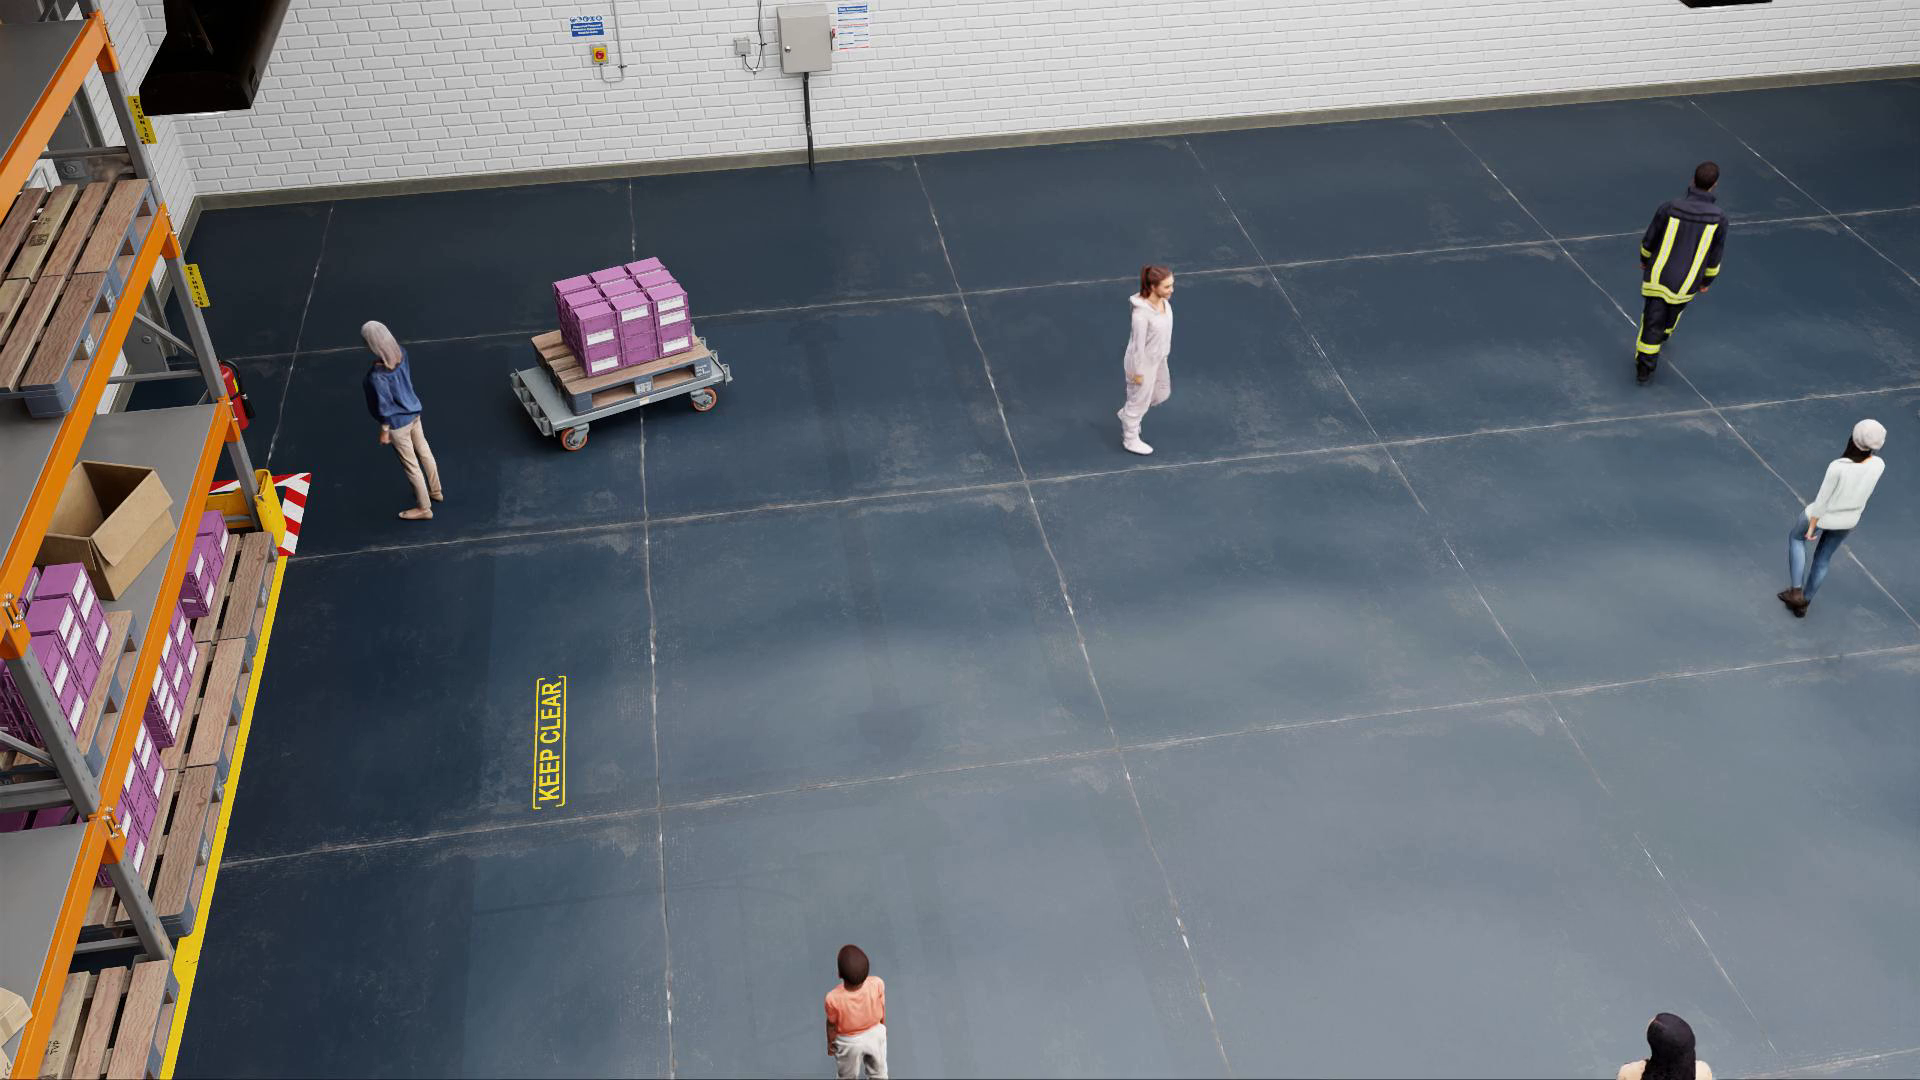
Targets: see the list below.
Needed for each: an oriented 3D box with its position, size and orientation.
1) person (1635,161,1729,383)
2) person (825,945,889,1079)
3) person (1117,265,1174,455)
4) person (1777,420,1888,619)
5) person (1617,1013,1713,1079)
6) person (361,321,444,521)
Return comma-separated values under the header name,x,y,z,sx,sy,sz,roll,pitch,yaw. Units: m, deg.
name,x,y,z,sx,sy,sz,roll,pitch,yaw
person,5.985,-2.204,13.948,1.183,1.872,1.330,14,41,17
person,-0.510,2.529,8.474,0.490,1.308,0.500,-11,40,-14
person,1.402,-1.457,13.167,0.850,1.679,0.785,20,43,24
person,6.079,-0.109,11.517,0.618,1.634,0.627,-1,39,-1
person,3.179,2.858,7.708,0.745,1.750,0.940,2,39,3
person,-4.183,-0.910,12.464,0.740,1.703,0.608,5,39,7
